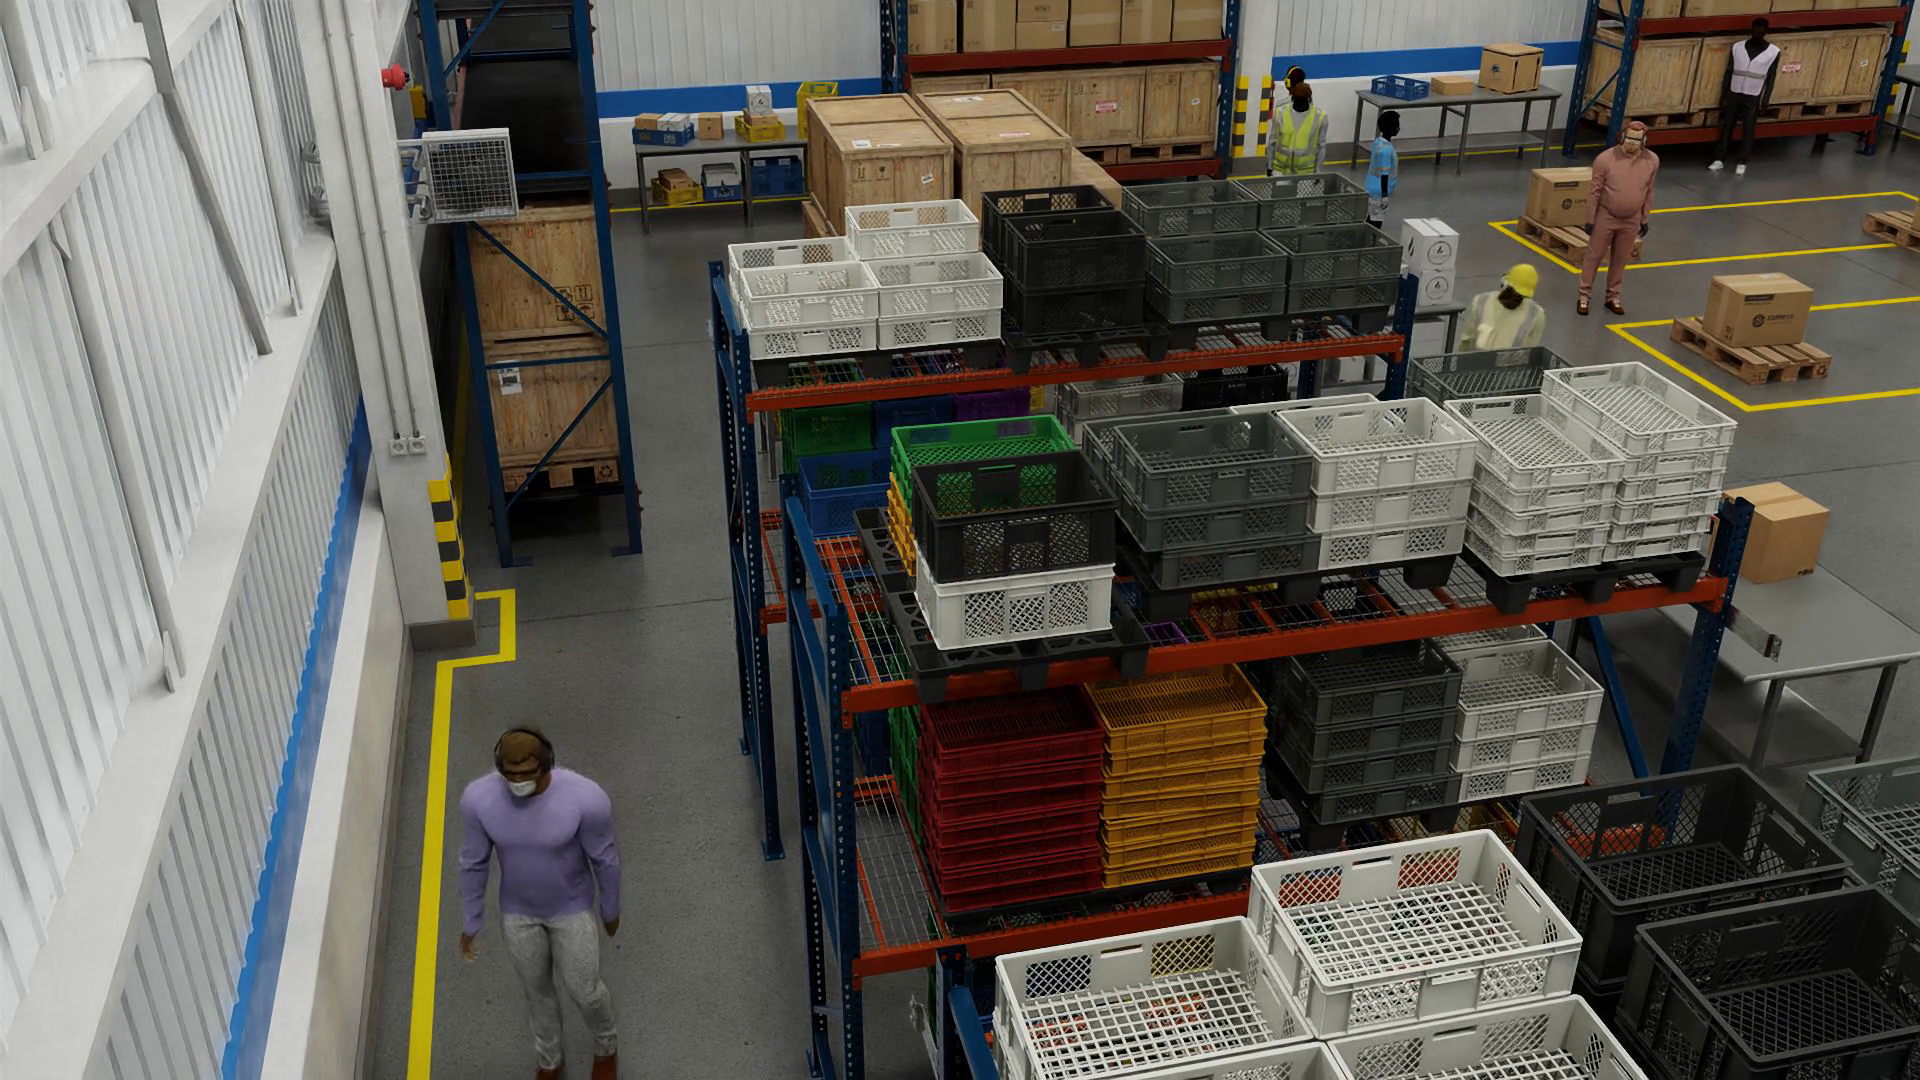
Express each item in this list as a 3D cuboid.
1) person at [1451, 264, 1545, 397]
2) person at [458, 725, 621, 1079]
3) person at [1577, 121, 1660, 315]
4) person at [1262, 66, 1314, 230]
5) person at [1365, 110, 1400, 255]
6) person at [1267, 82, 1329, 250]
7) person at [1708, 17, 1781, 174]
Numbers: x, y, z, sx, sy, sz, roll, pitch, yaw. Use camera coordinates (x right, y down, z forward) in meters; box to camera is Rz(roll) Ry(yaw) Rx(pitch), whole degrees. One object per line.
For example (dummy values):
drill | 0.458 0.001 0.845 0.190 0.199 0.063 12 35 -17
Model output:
person | 4.109 -1.289 12.840 0.611 1.798 0.405 16 32 28
person | -1.801 1.611 7.202 0.663 1.931 0.436 2 28 4
person | 6.423 -3.131 16.221 0.642 1.905 0.399 0 28 0
person | 3.656 -4.326 18.522 0.511 1.872 0.329 -15 31 -26
person | 4.402 -3.645 17.412 0.318 1.697 0.535 2 28 4
person | 3.610 -4.015 17.969 0.623 1.839 0.429 8 29 15
person | 9.845 -5.575 20.842 0.596 1.914 0.373 19 33 32
